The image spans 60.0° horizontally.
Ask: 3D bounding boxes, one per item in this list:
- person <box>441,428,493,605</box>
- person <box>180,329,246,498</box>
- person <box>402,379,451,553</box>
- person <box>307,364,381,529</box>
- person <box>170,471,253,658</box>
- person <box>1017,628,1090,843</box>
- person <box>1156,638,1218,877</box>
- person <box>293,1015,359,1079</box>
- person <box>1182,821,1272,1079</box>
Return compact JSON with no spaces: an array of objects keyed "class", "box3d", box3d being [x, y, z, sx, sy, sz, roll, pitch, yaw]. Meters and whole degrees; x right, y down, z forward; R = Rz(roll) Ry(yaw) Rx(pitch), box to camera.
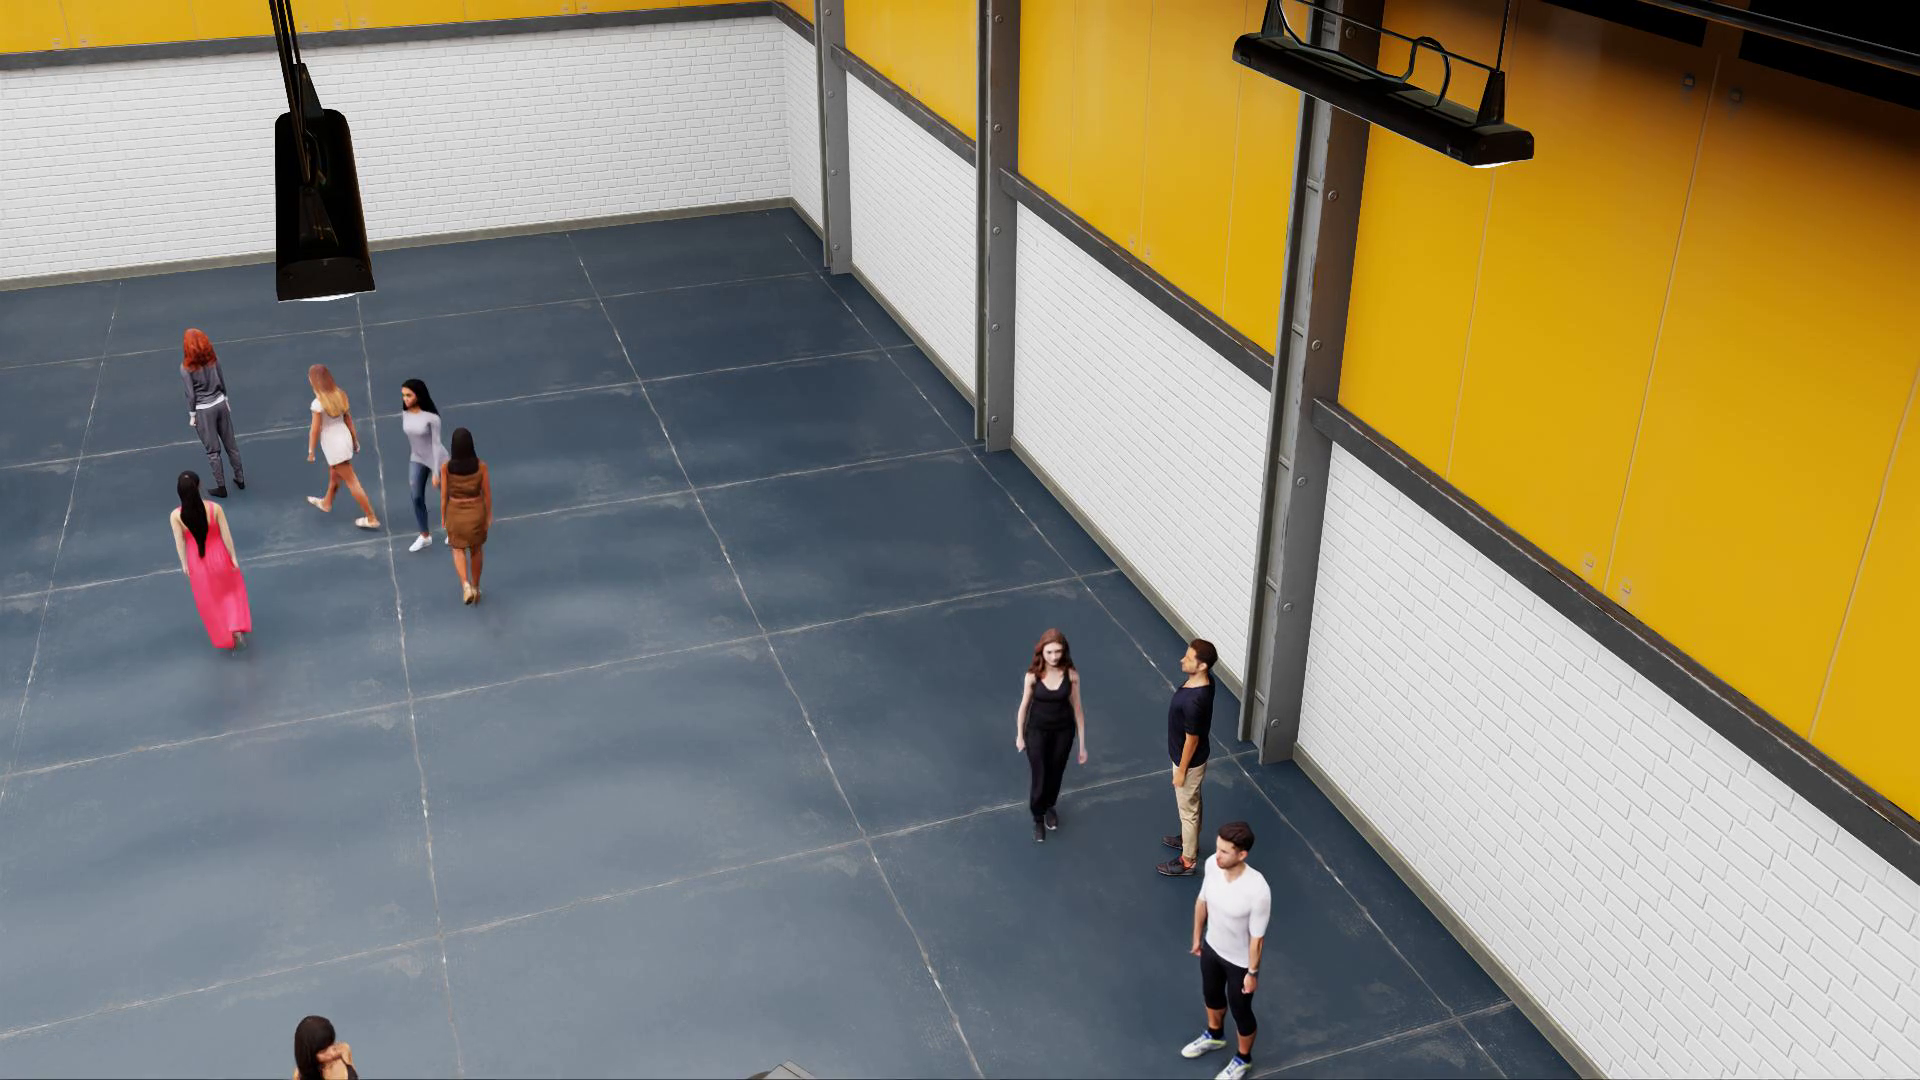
[{"class":"person","box3d":[-4.332,-0.142,14.672,0.636,1.664,0.783,-10,30,-17]},{"class":"person","box3d":[-7.501,-1.283,16.643,0.686,1.780,0.660,18,33,29]},{"class":"person","box3d":[-4.932,-0.754,15.745,0.900,1.710,0.960,12,31,20]},{"class":"person","box3d":[-5.918,-0.864,16.006,1.098,1.654,1.089,9,30,17]},{"class":"person","box3d":[-6.262,0.245,13.909,0.638,1.715,0.720,-14,31,-23]},{"class":"person","box3d":[0.641,1.319,11.928,0.681,1.727,0.724,-6,29,-10]},{"class":"person","box3d":[1.597,1.486,11.482,0.768,1.861,0.661,7,29,13]},{"class":"person","box3d":[-3.272,3.110,8.733,0.683,1.642,0.630,14,31,23]},{"class":"person","box3d":[1.612,2.408,9.809,0.773,1.844,0.584,-19,34,-31]}]
